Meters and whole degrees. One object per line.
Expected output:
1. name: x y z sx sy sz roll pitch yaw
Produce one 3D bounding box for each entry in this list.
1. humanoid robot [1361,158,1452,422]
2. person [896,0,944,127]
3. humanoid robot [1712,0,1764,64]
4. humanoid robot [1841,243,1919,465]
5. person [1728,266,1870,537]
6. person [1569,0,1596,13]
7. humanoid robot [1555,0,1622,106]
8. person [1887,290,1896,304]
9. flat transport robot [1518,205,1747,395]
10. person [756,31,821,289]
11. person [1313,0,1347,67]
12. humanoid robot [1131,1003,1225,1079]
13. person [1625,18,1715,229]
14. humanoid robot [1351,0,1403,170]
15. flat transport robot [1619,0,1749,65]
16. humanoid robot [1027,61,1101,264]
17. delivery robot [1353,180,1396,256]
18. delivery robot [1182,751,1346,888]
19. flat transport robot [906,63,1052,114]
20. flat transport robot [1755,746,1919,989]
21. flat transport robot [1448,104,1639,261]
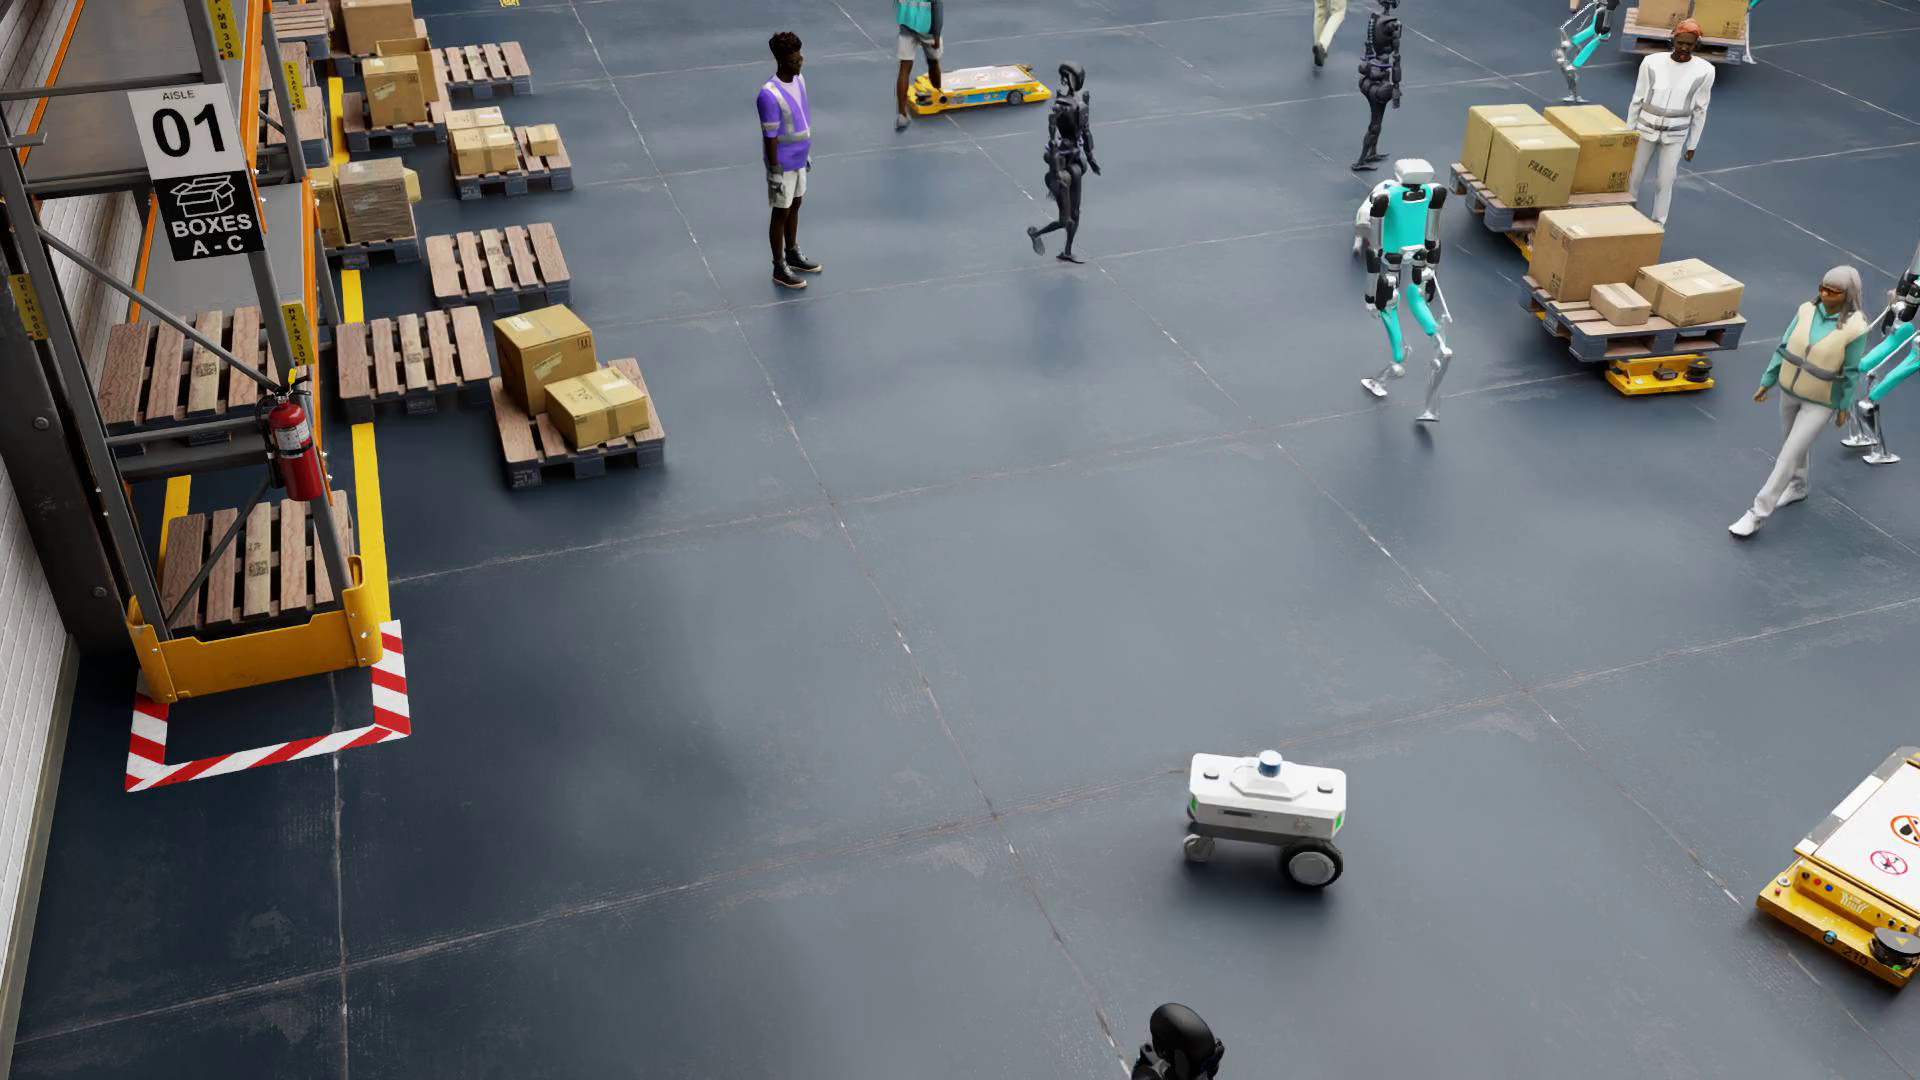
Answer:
1. humanoid robot: 3.014 -1.538 10.925 0.536 1.765 1.030 -9 34 -14
2. person: -0.389 -5.009 16.073 0.563 1.868 1.058 13 35 19
3. humanoid robot: 8.358 -5.937 17.665 0.555 1.828 0.798 -13 35 -19
4. humanoid robot: 5.880 -1.282 10.420 0.707 1.729 0.541 -10 34 -15
5. person: 4.991 -0.838 9.865 0.833 1.660 0.477 -16 36 -23
6. person: 7.410 -6.936 19.220 0.457 1.667 0.388 17 37 24
7. humanoid robot: 6.164 -5.089 16.381 0.680 1.861 0.543 8 34 13
8. person: 7.224 -2.220 11.965 0.542 1.677 0.556 -25 41 -33
9. flat transport robot: 4.814 -1.471 12.114 0.659 0.231 1.431 -6 34 -8
10. person: -1.320 -2.938 12.813 0.369 1.965 0.606 11 35 17
11. person: 3.879 -5.904 17.480 0.580 1.826 0.686 17 37 24
12. humanoid robot: 0.646 2.090 5.363 0.350 1.644 0.608 24 40 32
13. person: 5.639 -3.242 13.363 0.577 1.879 0.352 16 36 23
14. humanoid robot: 3.821 -4.156 14.942 0.494 1.646 0.601 -9 34 -14
15. flat transport robot: 7.682 -5.176 17.797 0.659 0.231 1.431 12 35 18
16. humanoid robot: 0.823 -2.993 13.161 0.452 1.648 0.601 22 39 30
17. delivery robot: 3.506 -2.663 13.695 0.499 0.610 0.814 15 36 21
18. delivery robot: 1.440 1.247 7.702 0.797 0.613 0.499 6 34 9
19. flat transport robot: 0.151 -4.582 16.887 1.431 0.231 0.659 -11 35 -17
20. flat transport robot: 4.323 1.457 7.623 1.431 0.231 0.659 -26 41 -33
21. flat transport robot: 4.847 -2.699 13.998 0.659 0.231 1.431 -4 33 -6
